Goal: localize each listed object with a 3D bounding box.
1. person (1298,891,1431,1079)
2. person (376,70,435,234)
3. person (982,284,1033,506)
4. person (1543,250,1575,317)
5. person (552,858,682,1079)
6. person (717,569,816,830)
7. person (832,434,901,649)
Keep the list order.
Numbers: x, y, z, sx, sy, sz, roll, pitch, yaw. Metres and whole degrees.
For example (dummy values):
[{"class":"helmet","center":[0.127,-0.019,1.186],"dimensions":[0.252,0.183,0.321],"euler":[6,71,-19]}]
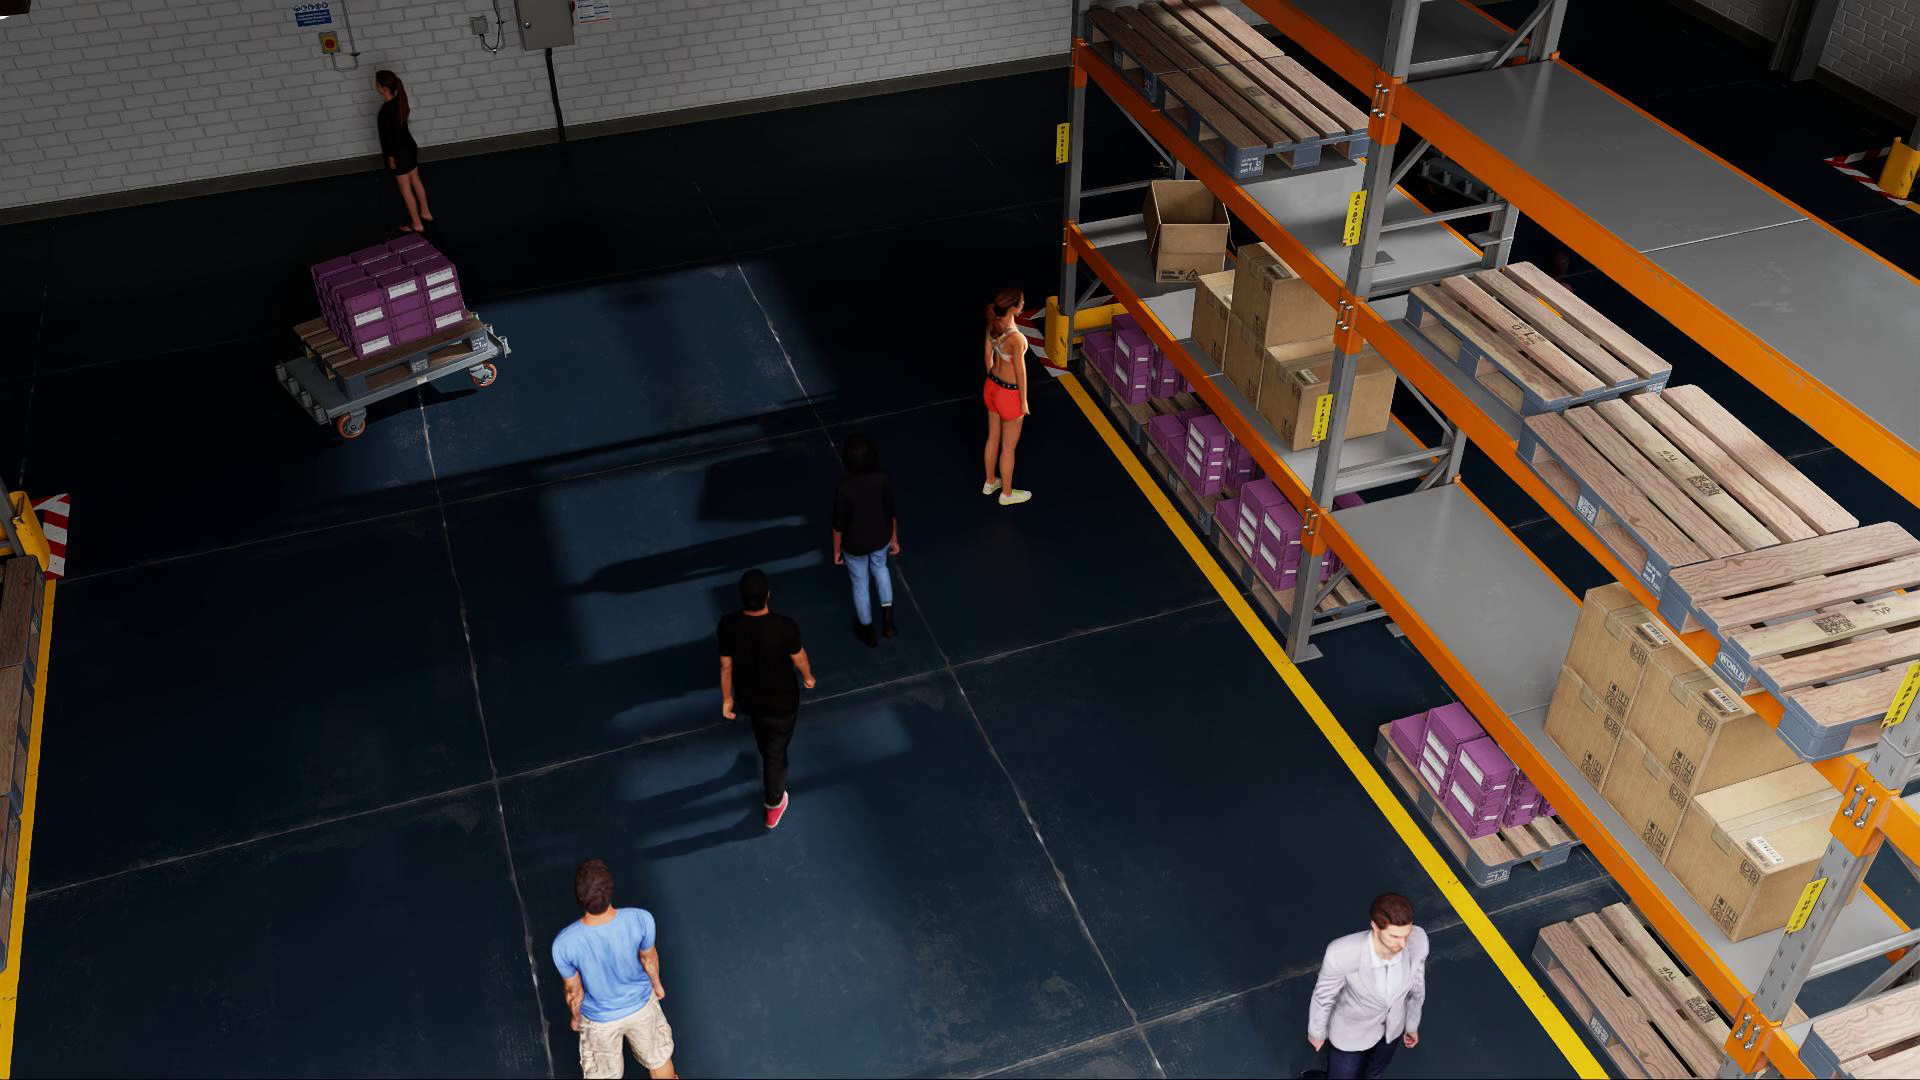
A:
[{"class":"person","center":[1.889,2.231,7.931],"dimensions":[0.681,1.839,0.671],"euler":[-12,40,-14]},{"class":"person","center":[-5.202,-3.641,15.512],"dimensions":[0.691,1.553,0.613],"euler":[7,39,9]},{"class":"person","center":[0.322,-1.056,12.086],"dimensions":[0.697,1.789,0.553],"euler":[-24,44,-27]},{"class":"person","center":[4.306,-1.376,12.492],"dimensions":[0.567,1.784,0.468],"euler":[-14,41,-16]},{"class":"person","center":[-1.636,2.210,7.938],"dimensions":[0.658,1.863,0.570],"euler":[-16,41,-19]},{"class":"person","center":[-1.138,0.965,9.604],"dimensions":[0.938,1.730,1.076],"euler":[9,39,11]},{"class":"person","center":[-0.567,0.074,10.757],"dimensions":[0.627,1.683,0.692],"euler":[-17,42,-20]}]
